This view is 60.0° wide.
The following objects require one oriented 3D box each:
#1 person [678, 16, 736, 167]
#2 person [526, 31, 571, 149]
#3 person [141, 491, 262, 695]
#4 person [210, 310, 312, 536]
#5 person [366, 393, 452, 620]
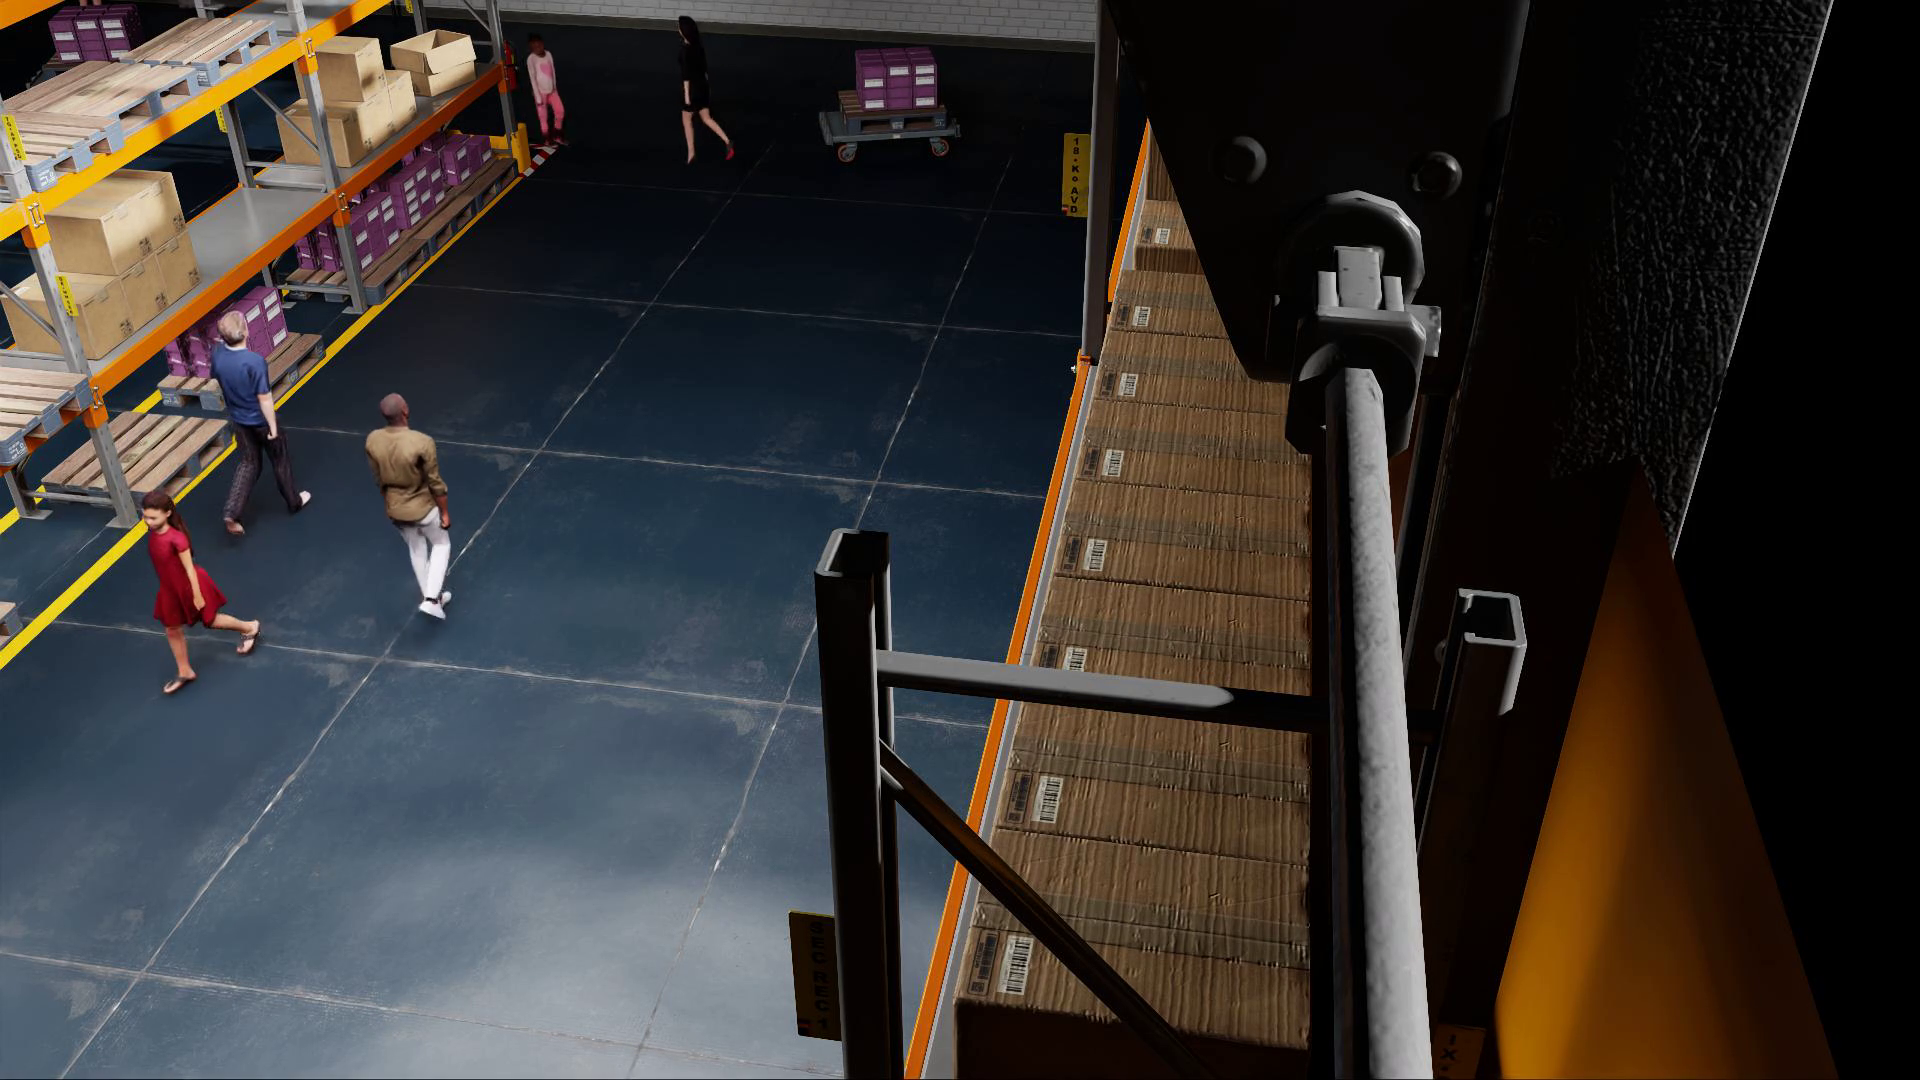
[{"bbox_3d":[-3.030,-5.215,19.546,0.884,1.778,1.002,14,36,20],"label":"person"},{"bbox_3d":[-5.117,-5.504,20.288,0.729,1.438,0.655,27,42,34],"label":"person"},{"bbox_3d":[-5.293,0.290,11.497,0.765,1.520,1.067,19,38,26],"label":"person"},{"bbox_3d":[-5.563,-0.885,12.973,0.714,1.844,1.079,9,35,13],"label":"person"},{"bbox_3d":[-3.950,-0.175,11.936,0.725,1.810,0.768,5,34,8],"label":"person"}]
